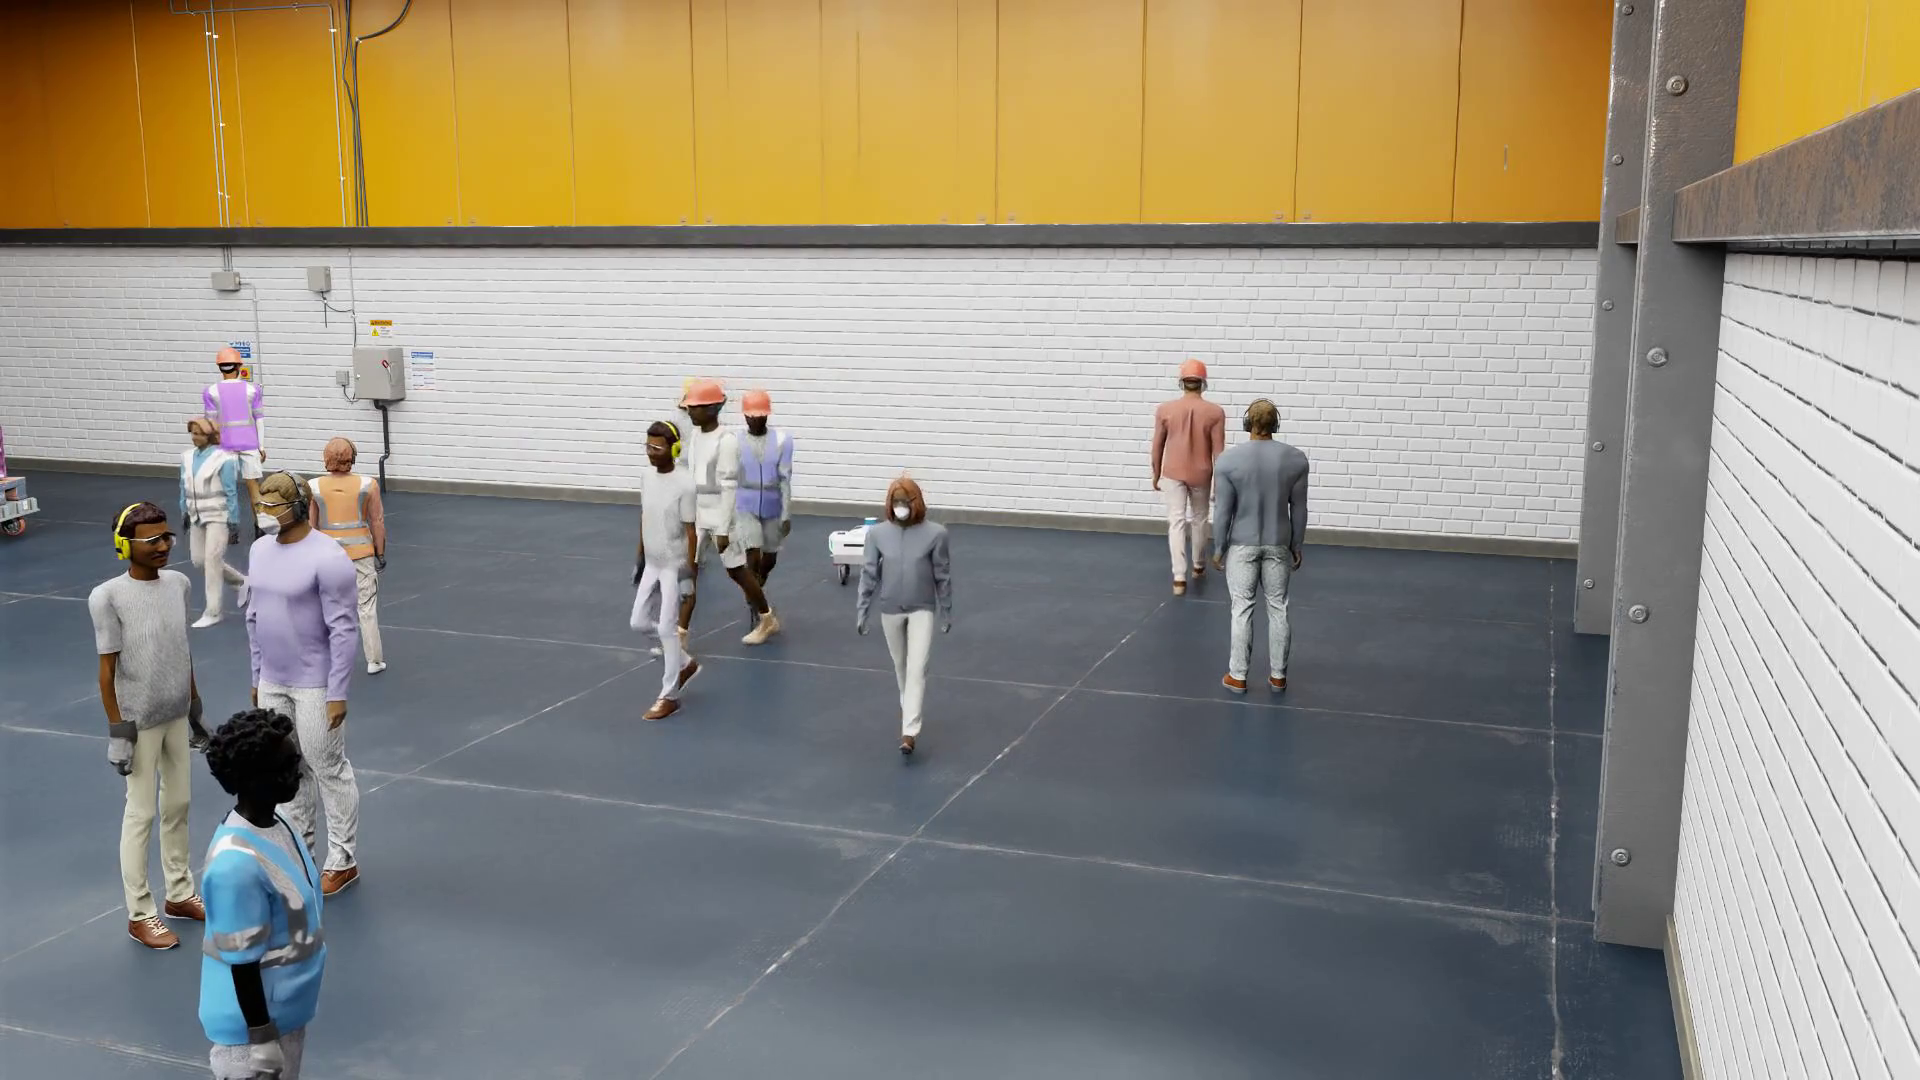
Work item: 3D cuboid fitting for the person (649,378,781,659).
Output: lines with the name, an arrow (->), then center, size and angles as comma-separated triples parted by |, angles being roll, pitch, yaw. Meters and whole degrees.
person -> -1.729, -0.169, 11.923 | 1.038, 1.998, 0.624 | -8, 13, -39

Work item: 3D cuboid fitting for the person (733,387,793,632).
person -> -1.560, -0.262, 12.755 | 0.531, 1.885, 0.813 | -3, 10, -14

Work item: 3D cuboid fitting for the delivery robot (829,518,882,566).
delivery robot -> -0.775, 0.049, 14.464 | 0.707, 0.478, 0.477 | 1, 10, 7

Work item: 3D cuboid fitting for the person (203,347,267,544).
person -> -7.101, -0.921, 16.319 | 0.542, 1.929, 0.374 | -5, 11, -28

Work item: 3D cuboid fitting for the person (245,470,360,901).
person -> -2.959, 0.646, 7.468 | 0.630, 1.940, 0.373 | 5, 11, 28

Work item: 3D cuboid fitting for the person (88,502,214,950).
person -> -3.372, 0.763, 7.002 | 0.328, 1.872, 0.512 | 3, 11, 18

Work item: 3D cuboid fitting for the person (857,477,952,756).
person -> -0.332, 0.435, 9.631 | 0.528, 1.583, 0.853 | 2, 10, 10

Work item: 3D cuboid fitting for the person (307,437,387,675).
person -> -4.153, 0.122, 11.265 | 0.522, 1.640, 0.306 | -3, 11, -17

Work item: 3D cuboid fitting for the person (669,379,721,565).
person -> -2.389, -0.618, 15.231 | 0.511, 1.694, 0.877 | -4, 11, -22

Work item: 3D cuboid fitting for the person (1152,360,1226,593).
person -> 1.956, -0.566, 14.260 | 0.624, 1.937, 1.012 | 2, 10, 10

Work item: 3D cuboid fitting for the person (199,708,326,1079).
person -> -1.890, 1.286, 4.542 | 0.322, 1.697, 0.531 | -2, 10, -13

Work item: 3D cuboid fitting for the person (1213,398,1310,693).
person -> 1.948, 0.044, 10.864 | 0.628, 1.940, 0.373 | -1, 10, -4

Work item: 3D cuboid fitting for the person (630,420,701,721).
person -> -1.837, 0.173, 10.366 | 0.588, 1.855, 0.538 | 9, 13, 40

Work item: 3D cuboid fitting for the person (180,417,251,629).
person -> -5.770, -0.161, 12.895 | 0.523, 1.621, 0.614 | 5, 11, 26
